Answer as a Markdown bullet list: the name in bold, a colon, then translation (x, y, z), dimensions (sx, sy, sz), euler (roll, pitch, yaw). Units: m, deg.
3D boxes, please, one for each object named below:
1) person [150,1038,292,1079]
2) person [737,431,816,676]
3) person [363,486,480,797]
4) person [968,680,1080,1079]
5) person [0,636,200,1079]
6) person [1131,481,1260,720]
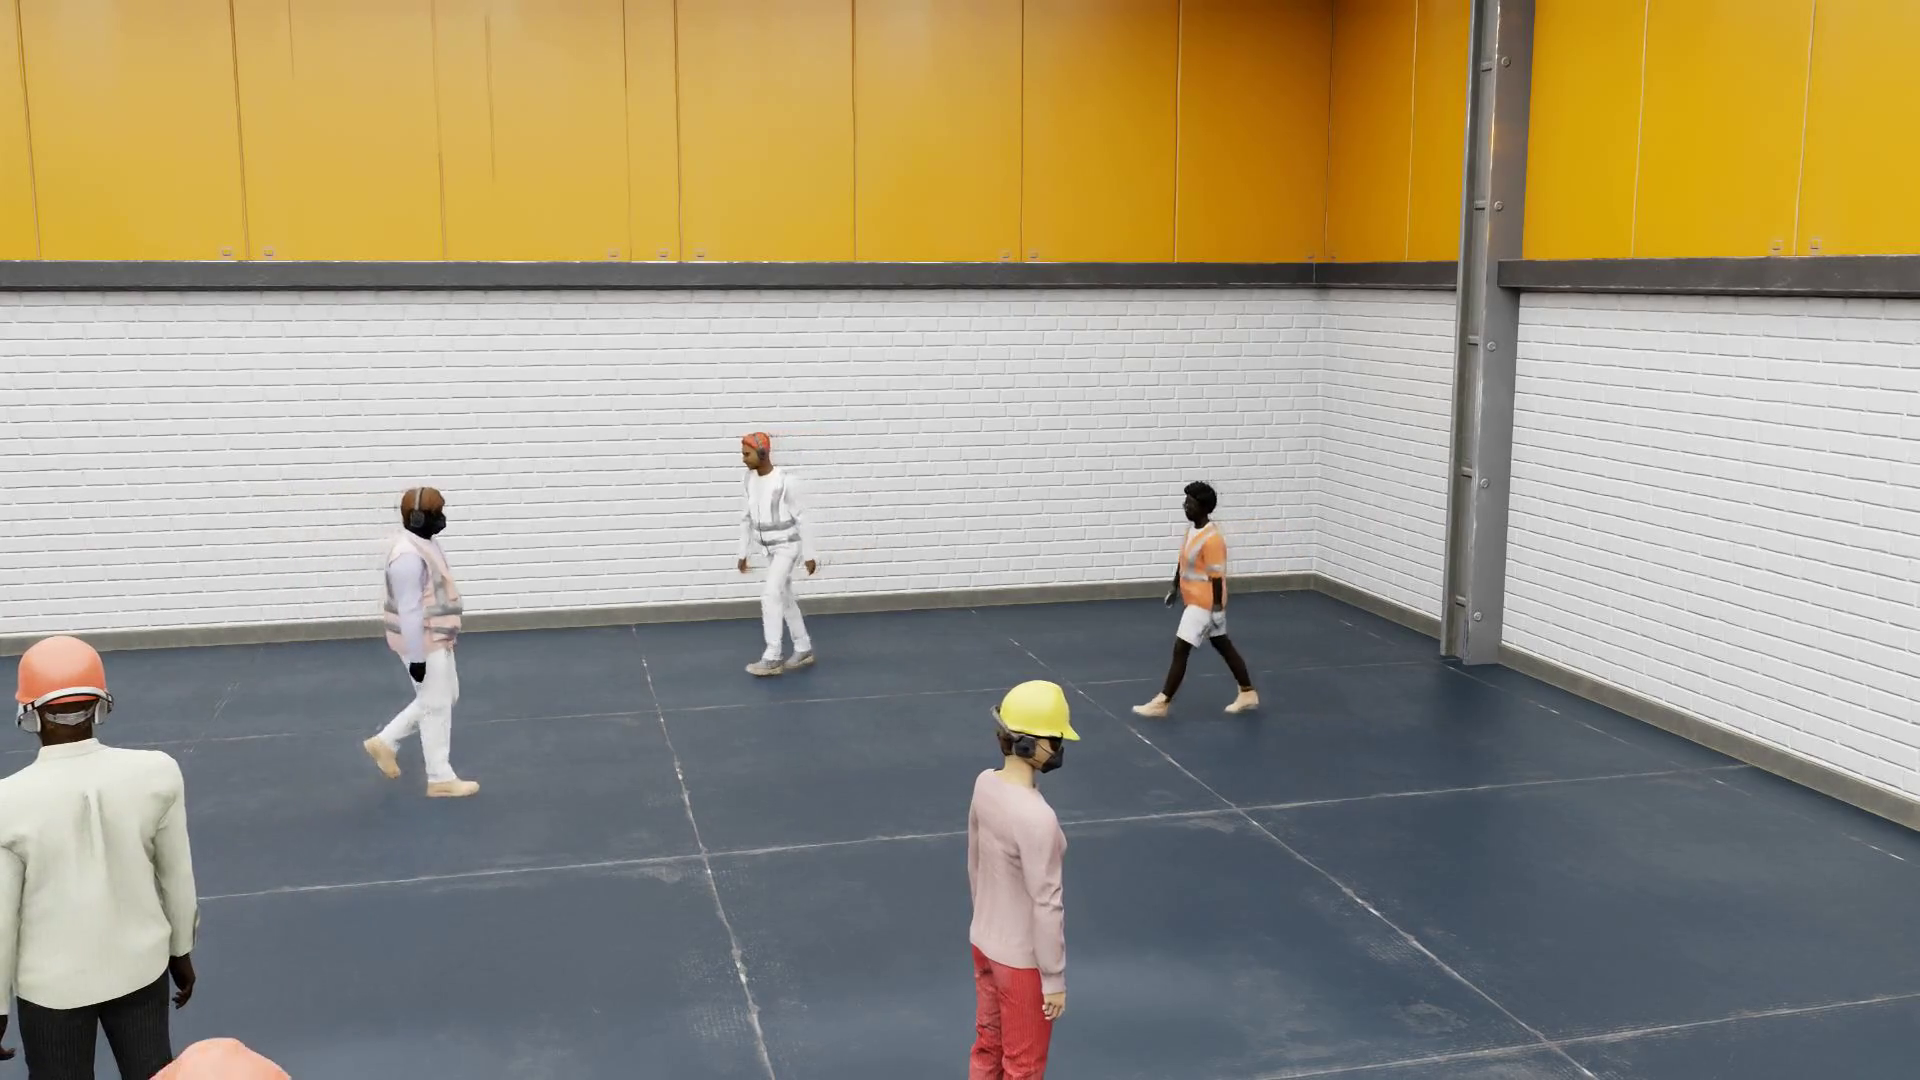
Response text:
- **person**: translation (-0.958, 1.684, 2.284), dimensions (0.630, 2.004, 1.049), euler (-2, 9, -10)
- **person**: translation (-1.415, 0.097, 12.600), dimensions (0.824, 1.844, 0.597), euler (-8, 12, -42)
- **person**: translation (-3.139, 0.592, 9.596), dimensions (0.573, 1.826, 0.644), euler (-2, 9, -11)
- **person**: translation (0.207, 1.311, 5.309), dimensions (0.327, 1.761, 0.533), euler (-4, 10, -23)
- **person**: translation (-2.557, 1.263, 4.880), dimensions (0.397, 1.992, 0.623), euler (8, 12, 40)
- **person**: translation (1.657, 0.408, 11.288), dimensions (0.908, 1.649, 0.531), euler (0, 9, -3)
